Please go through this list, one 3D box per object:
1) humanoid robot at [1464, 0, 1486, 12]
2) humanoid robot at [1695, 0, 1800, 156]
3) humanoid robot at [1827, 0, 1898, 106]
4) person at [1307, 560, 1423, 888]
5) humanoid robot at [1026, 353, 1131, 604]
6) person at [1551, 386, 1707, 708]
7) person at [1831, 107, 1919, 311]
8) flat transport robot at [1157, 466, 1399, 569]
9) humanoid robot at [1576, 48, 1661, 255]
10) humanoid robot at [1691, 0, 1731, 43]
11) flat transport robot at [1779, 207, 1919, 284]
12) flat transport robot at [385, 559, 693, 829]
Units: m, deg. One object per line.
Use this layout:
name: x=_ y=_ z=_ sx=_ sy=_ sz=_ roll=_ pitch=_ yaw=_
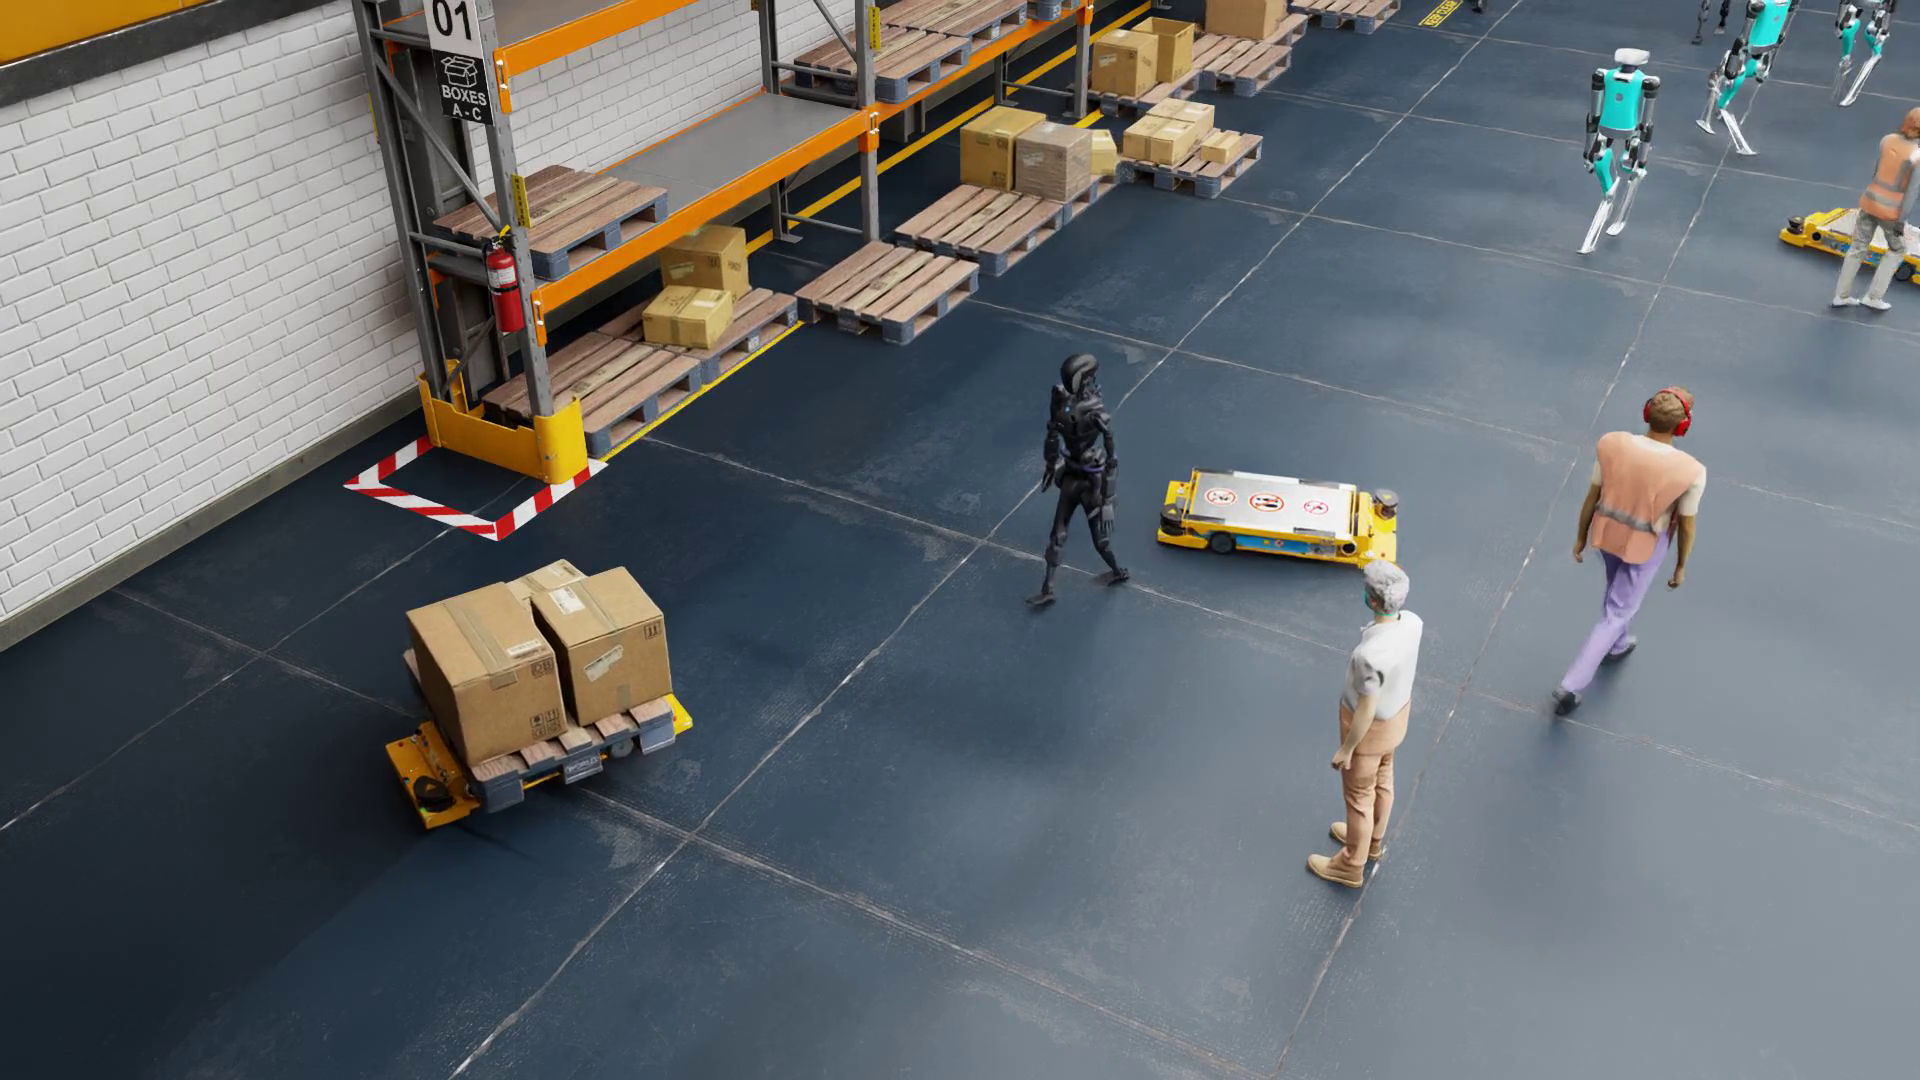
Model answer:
humanoid robot: x=6.171 y=-7.111 z=19.642 sx=0.604 sy=1.653 sz=0.528 roll=-20 pitch=38 yaw=-27
humanoid robot: x=7.301 y=-4.506 z=15.672 sx=0.556 sy=1.738 sz=1.060 roll=-12 pitch=35 yaw=-17
humanoid robot: x=9.105 y=-5.140 z=16.687 sx=0.714 sy=1.901 sz=0.539 roll=-28 pitch=42 yaw=-35
person: x=1.853 y=0.843 z=7.538 sx=0.323 sy=1.740 sz=0.473 roll=24 pitch=40 yaw=31
humanoid robot: x=0.701 y=-0.342 z=9.430 sx=0.748 sy=1.633 sz=0.603 roll=-21 pitch=39 yaw=-28
person: x=3.489 y=0.039 z=8.700 sx=0.925 sy=1.804 sz=0.570 roll=-26 pitch=41 yaw=-34
person: x=7.129 y=-2.524 z=12.732 sx=0.523 sy=1.617 sz=0.529 roll=-10 pitch=35 yaw=-15
flat transport robot: x=1.984 y=-0.136 z=10.354 sx=1.431 sy=0.231 sz=0.659 roll=7 pitch=34 yaw=11
humanoid robot: x=5.454 y=-3.222 z=13.719 sx=0.562 sy=1.753 sz=1.026 roll=25 pitch=41 yaw=32
humanoid robot: x=8.602 y=-6.425 z=18.654 sx=0.599 sy=1.642 sz=0.816 roll=22 pitch=39 yaw=29
flat transport robot: x=7.689 y=-2.450 z=13.854 sx=0.659 sy=0.231 sz=1.431 roll=-25 pitch=41 yaw=-33
flat transport robot: x=-2.185 y=0.990 z=8.649 sx=1.431 sy=0.231 sz=0.659 roll=-20 pitch=38 yaw=-27
